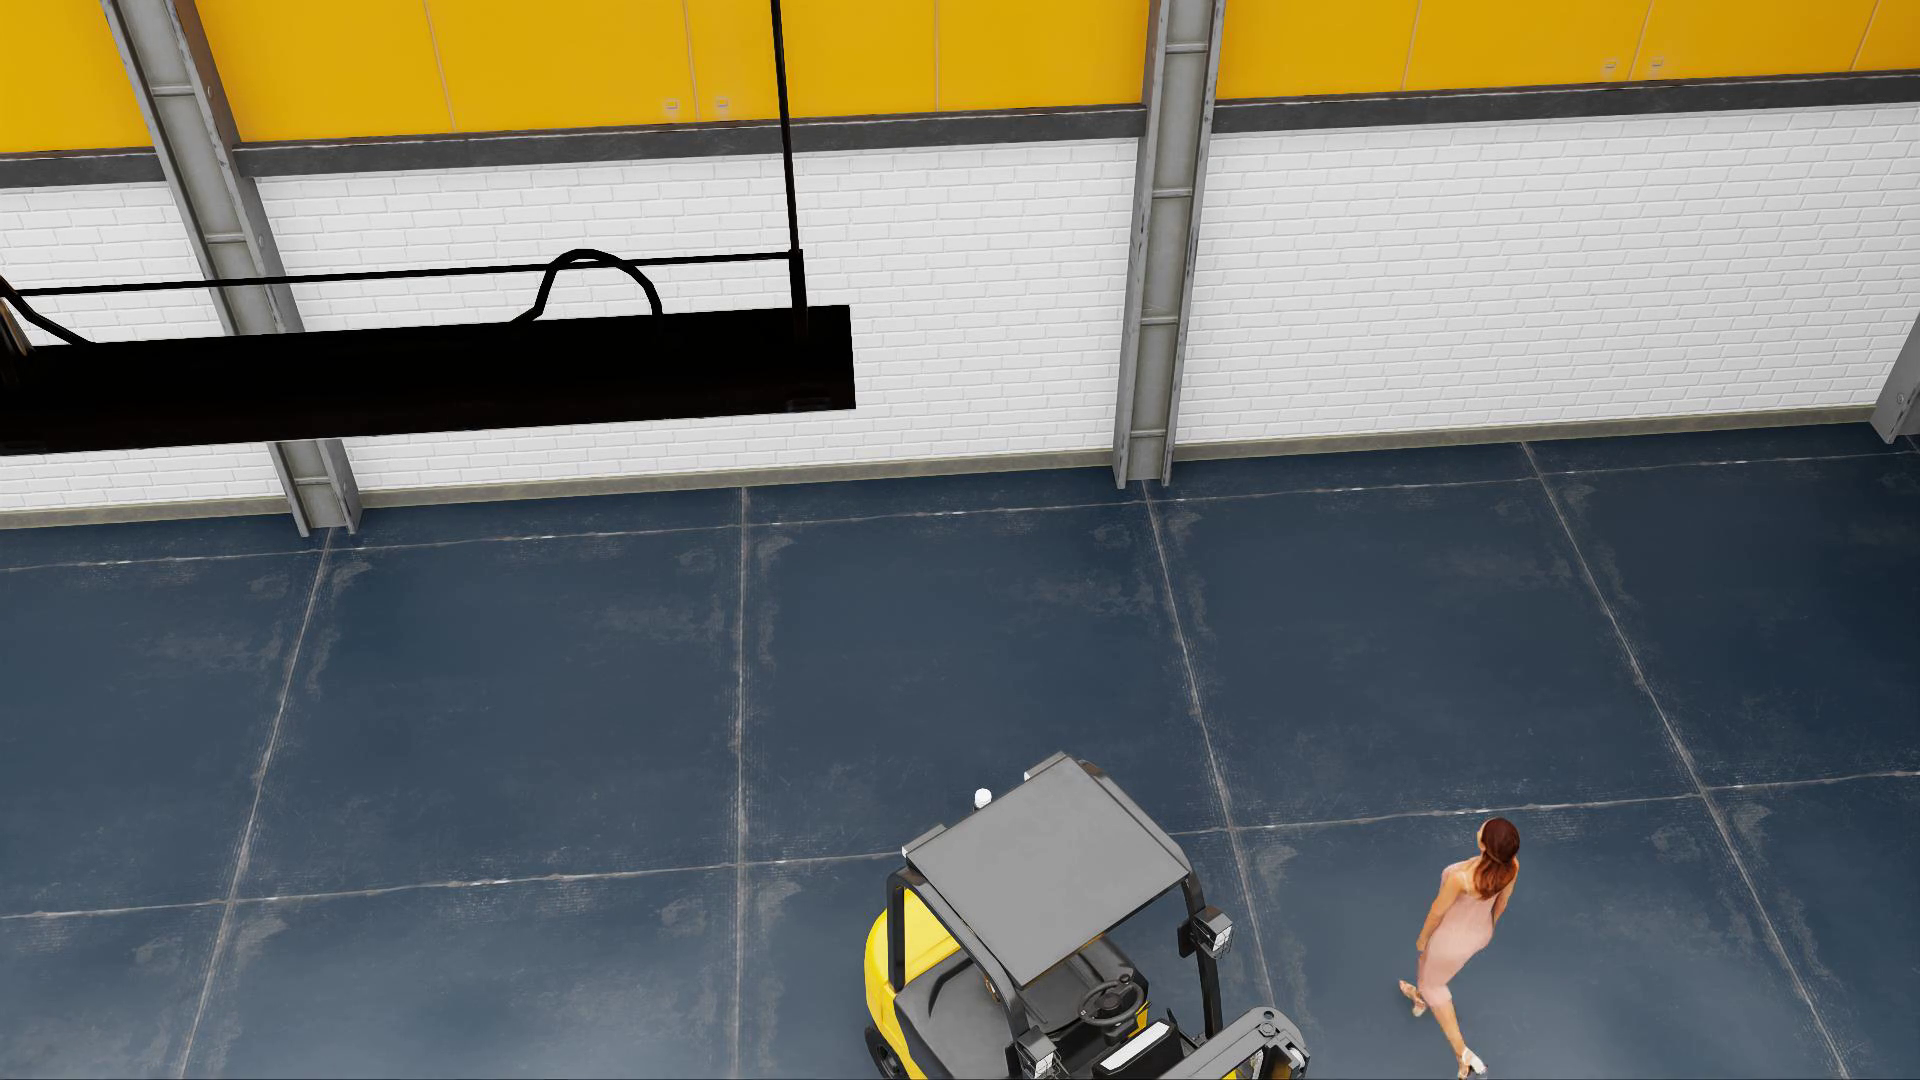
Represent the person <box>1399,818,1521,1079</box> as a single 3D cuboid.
[{"bbox_3d":[2.597,2.097,8.551,0.986,1.810,0.837,-15,46,-15],"label":"person"}]
